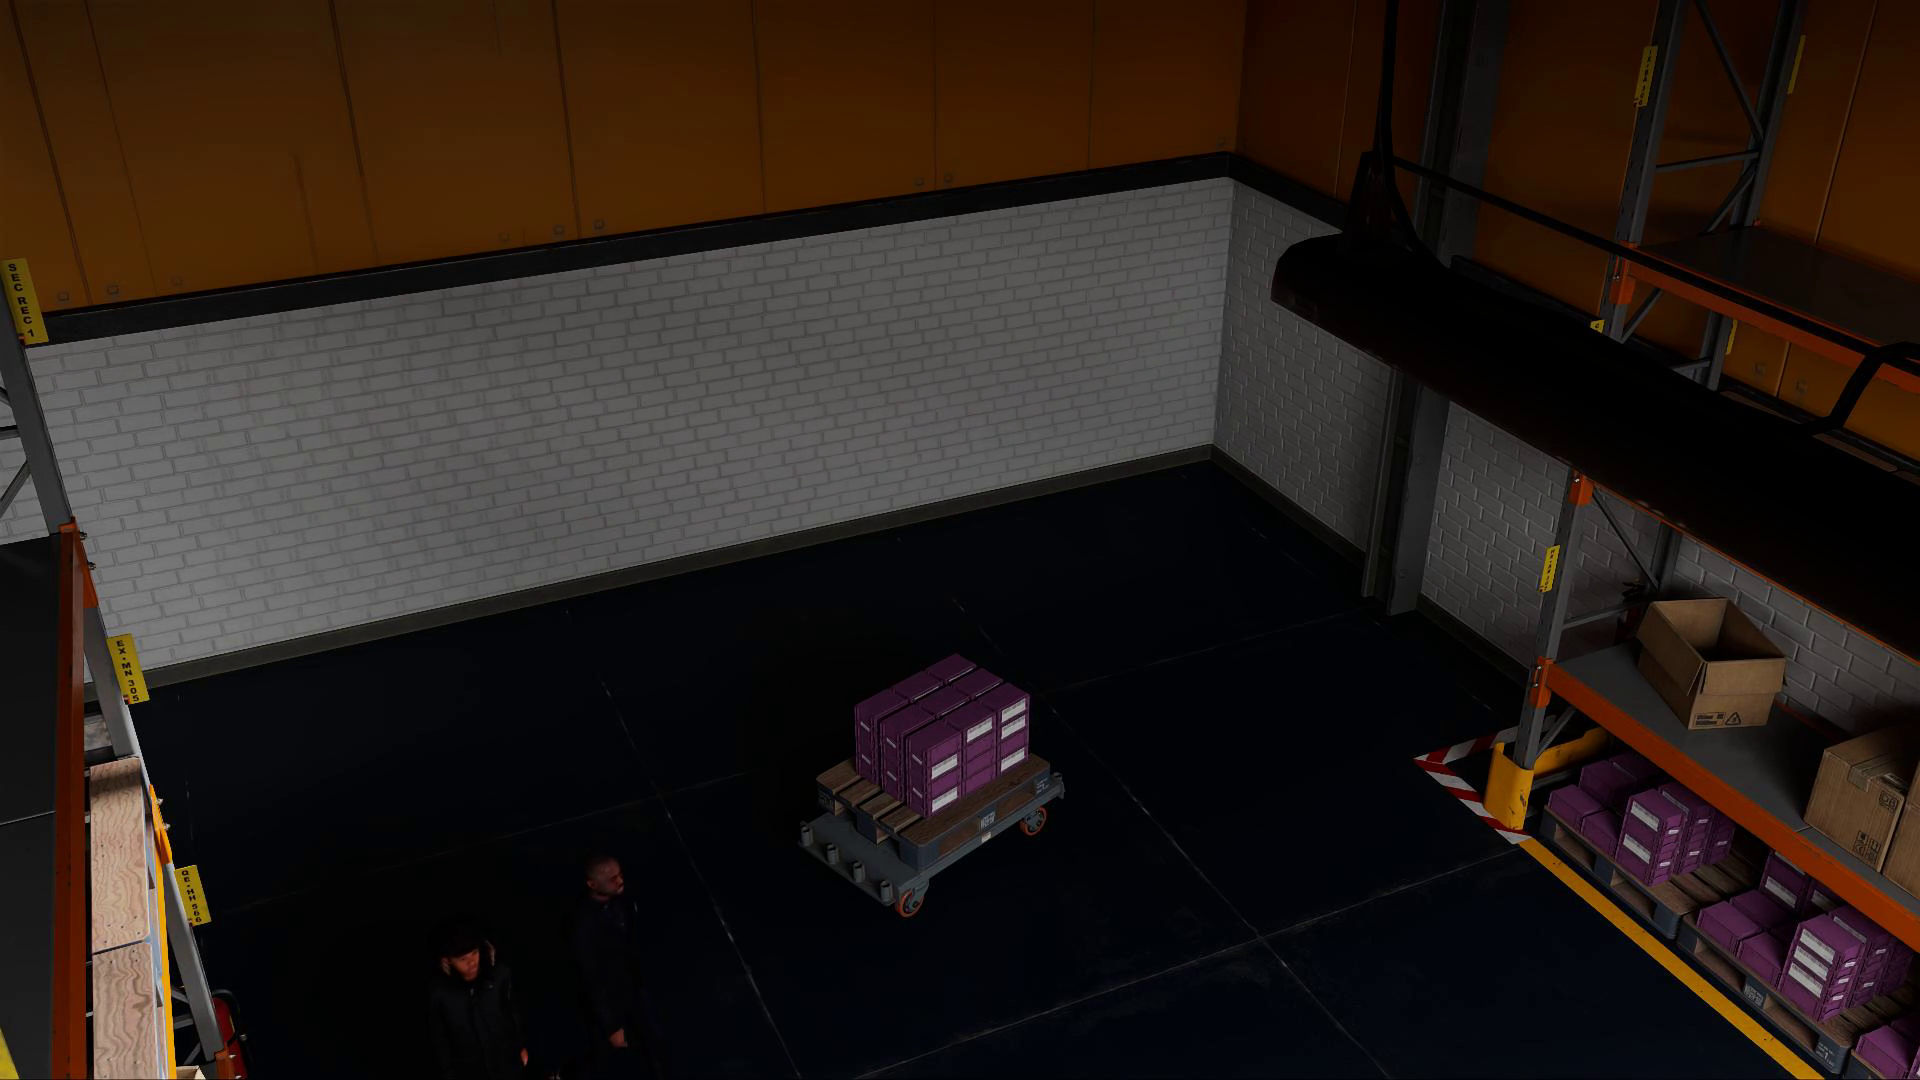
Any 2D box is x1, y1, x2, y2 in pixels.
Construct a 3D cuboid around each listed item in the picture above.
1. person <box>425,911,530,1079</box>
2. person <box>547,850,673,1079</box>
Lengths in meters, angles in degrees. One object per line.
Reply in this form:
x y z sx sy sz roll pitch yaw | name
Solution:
-2.399 2.584 8.339 0.655 1.780 0.629 -17 33 -28 | person
-1.893 2.381 8.703 1.229 1.786 1.145 11 31 20 | person
